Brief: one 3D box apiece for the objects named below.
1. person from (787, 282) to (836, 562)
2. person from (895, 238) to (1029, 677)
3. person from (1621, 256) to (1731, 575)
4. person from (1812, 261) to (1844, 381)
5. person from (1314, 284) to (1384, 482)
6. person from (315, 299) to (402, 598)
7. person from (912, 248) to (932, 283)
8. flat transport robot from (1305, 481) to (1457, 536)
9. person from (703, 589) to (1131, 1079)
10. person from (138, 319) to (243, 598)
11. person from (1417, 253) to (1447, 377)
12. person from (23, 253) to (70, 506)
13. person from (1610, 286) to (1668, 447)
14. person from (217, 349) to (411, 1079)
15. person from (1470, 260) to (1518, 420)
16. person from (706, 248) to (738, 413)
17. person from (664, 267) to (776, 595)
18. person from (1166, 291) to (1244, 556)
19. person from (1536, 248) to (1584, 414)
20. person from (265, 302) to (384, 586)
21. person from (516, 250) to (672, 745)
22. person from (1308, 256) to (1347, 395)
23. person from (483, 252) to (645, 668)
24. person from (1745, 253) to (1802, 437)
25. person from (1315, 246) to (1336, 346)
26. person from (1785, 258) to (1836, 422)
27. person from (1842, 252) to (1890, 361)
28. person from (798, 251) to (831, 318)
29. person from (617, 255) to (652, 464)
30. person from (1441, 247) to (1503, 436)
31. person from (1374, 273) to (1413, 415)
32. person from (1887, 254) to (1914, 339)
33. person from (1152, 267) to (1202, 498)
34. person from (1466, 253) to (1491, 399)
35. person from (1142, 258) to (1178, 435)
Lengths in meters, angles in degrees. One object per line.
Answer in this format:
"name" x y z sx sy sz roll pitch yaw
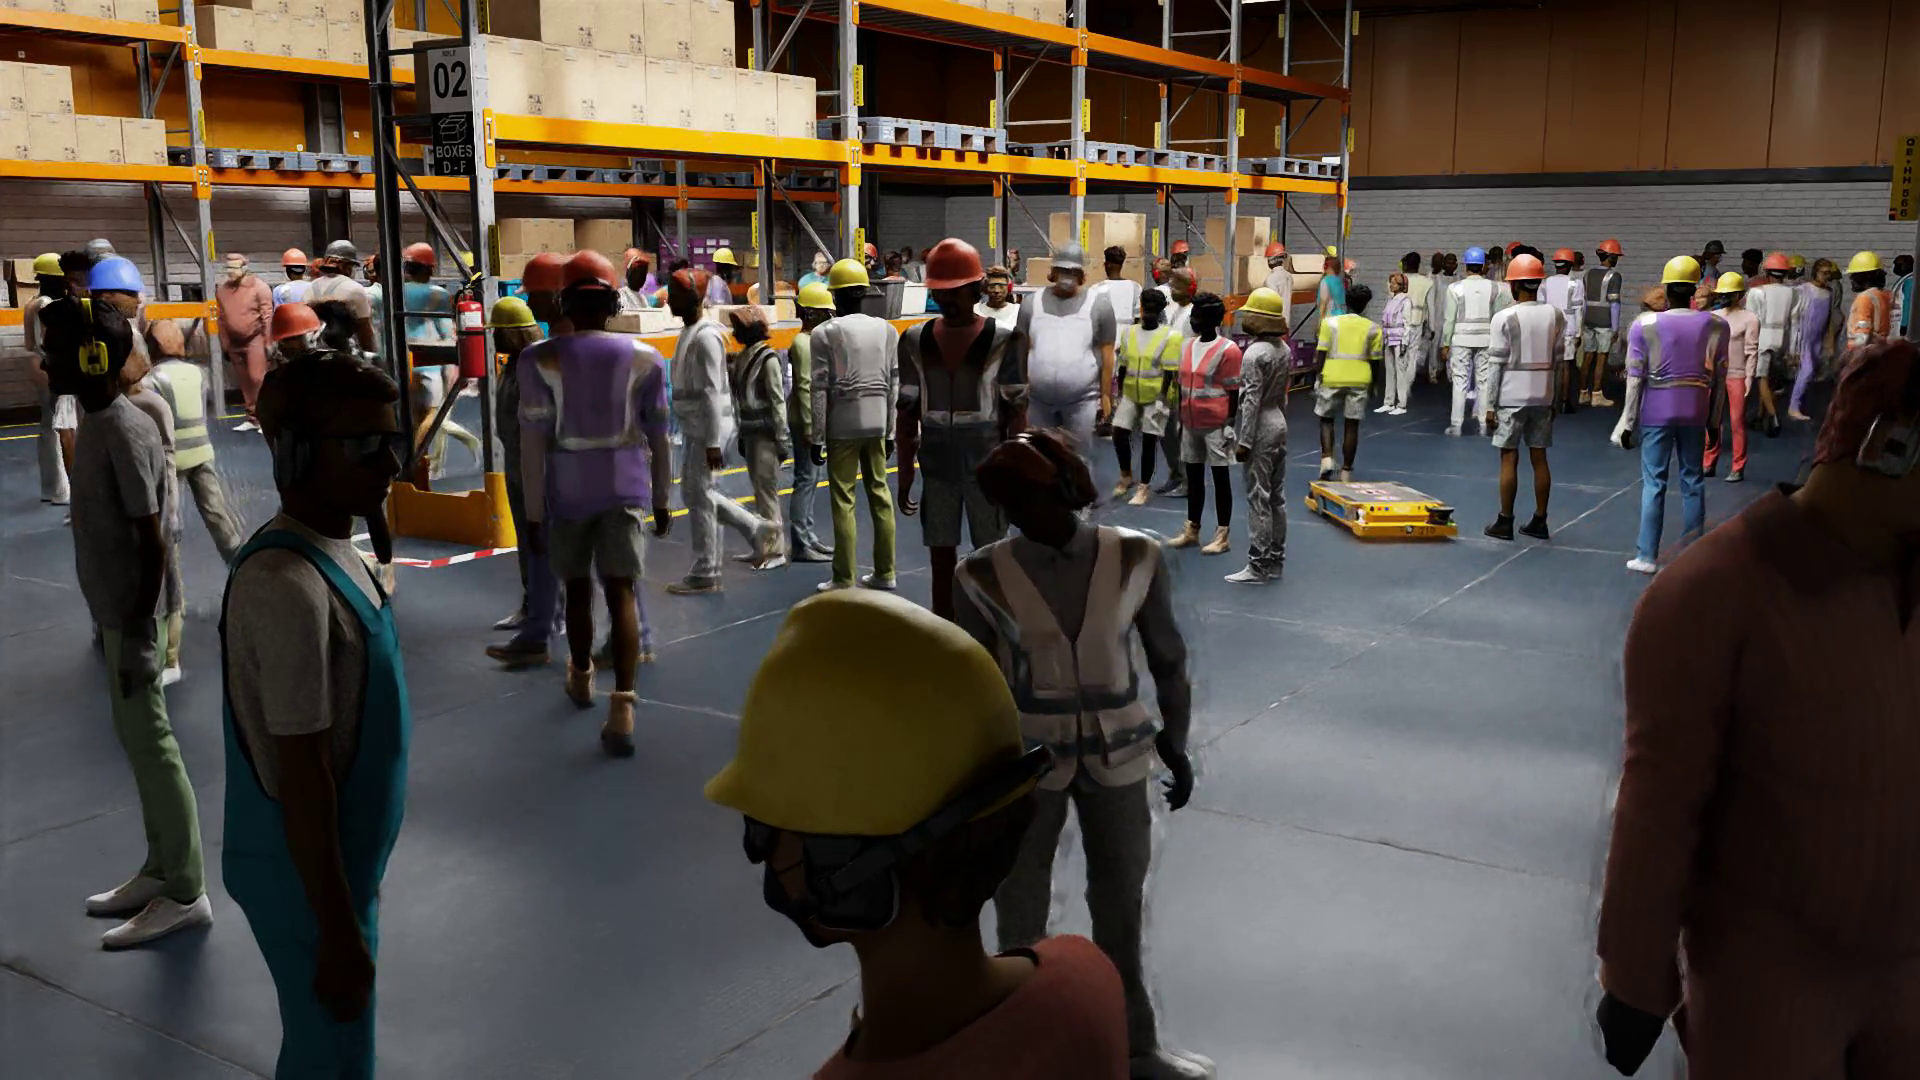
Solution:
"person" -0.923 -0.738 10.509 0.336 1.759 0.525 0 10 3
"person" 0.001 -0.301 7.333 0.613 2.033 0.411 3 11 18
"person" 4.306 -0.743 10.057 0.587 1.928 0.382 1 10 7
"person" 12.483 -3.133 23.872 0.405 1.722 0.513 7 13 35
"person" 3.214 -1.280 13.770 0.565 1.656 0.468 1 10 7
"person" -3.430 -0.503 9.377 0.580 1.696 0.325 2 10 9
"person" -0.571 -4.277 29.800 0.568 1.878 0.350 0 10 1
"flat transport robot" 2.974 -0.240 11.864 0.652 0.197 1.431 -1 10 -4
"person" -0.042 0.907 1.391 0.334 1.761 0.526 7 12 34
"person" -4.375 -0.439 9.320 0.878 1.586 0.520 3 11 17
"person" 7.107 -3.366 24.890 0.579 1.841 0.989 -4 11 -22
"person" -6.926 -1.230 12.767 0.386 1.922 0.594 -9 14 -42
"person" 6.726 -1.694 16.291 0.776 1.586 0.509 -1 10 -8
"person" -1.075 0.596 2.880 0.351 1.843 0.506 -3 11 -17
"person" 6.180 -2.228 18.646 0.921 1.796 0.537 -2 10 -12
"person" -2.787 -2.450 19.529 0.385 1.922 0.594 -2 10 -11
"person" -1.387 -0.624 9.558 0.629 1.870 0.590 -4 11 -23
"person" 1.595 -0.753 10.744 0.322 1.699 0.536 -8 13 -36
"person" 7.009 -2.438 19.454 0.543 1.928 0.374 7 13 36
"person" -3.197 -0.357 8.485 0.594 1.724 0.626 6 12 31
"person" -1.492 -0.192 6.869 0.629 1.986 1.072 -3 11 -18
"person" 4.860 -2.796 21.797 0.404 1.819 0.632 7 12 35
"person" -1.902 -0.345 7.751 0.867 1.956 0.645 -4 11 -22
"person" 8.433 -2.029 17.285 0.544 1.901 0.942 0 10 -1
"person" 5.785 -3.650 26.171 0.370 1.927 0.588 1 10 4
"person" 9.471 -2.209 18.492 0.504 1.823 0.492 -3 11 -18
"person" 7.995 -1.584 14.776 0.430 1.913 0.657 10 14 43
"person" -1.791 -2.829 21.752 0.650 1.884 0.787 -1 10 -6
"person" -2.955 -1.640 15.147 0.353 1.886 0.572 2 10 11
"person" 5.277 -2.036 17.165 0.603 1.949 0.389 0 10 -1
"person" 5.069 -2.275 19.337 0.308 1.645 0.516 -3 11 -16
"person" 12.617 -2.903 22.310 0.429 1.832 0.635 3 11 17
"person" 1.743 -1.208 12.962 0.451 1.806 0.632 -1 10 -7
"person" 6.590 -2.730 21.272 0.333 1.860 0.510 2 10 9
"person" 2.102 -1.962 17.052 0.392 1.842 0.564 6 12 32
